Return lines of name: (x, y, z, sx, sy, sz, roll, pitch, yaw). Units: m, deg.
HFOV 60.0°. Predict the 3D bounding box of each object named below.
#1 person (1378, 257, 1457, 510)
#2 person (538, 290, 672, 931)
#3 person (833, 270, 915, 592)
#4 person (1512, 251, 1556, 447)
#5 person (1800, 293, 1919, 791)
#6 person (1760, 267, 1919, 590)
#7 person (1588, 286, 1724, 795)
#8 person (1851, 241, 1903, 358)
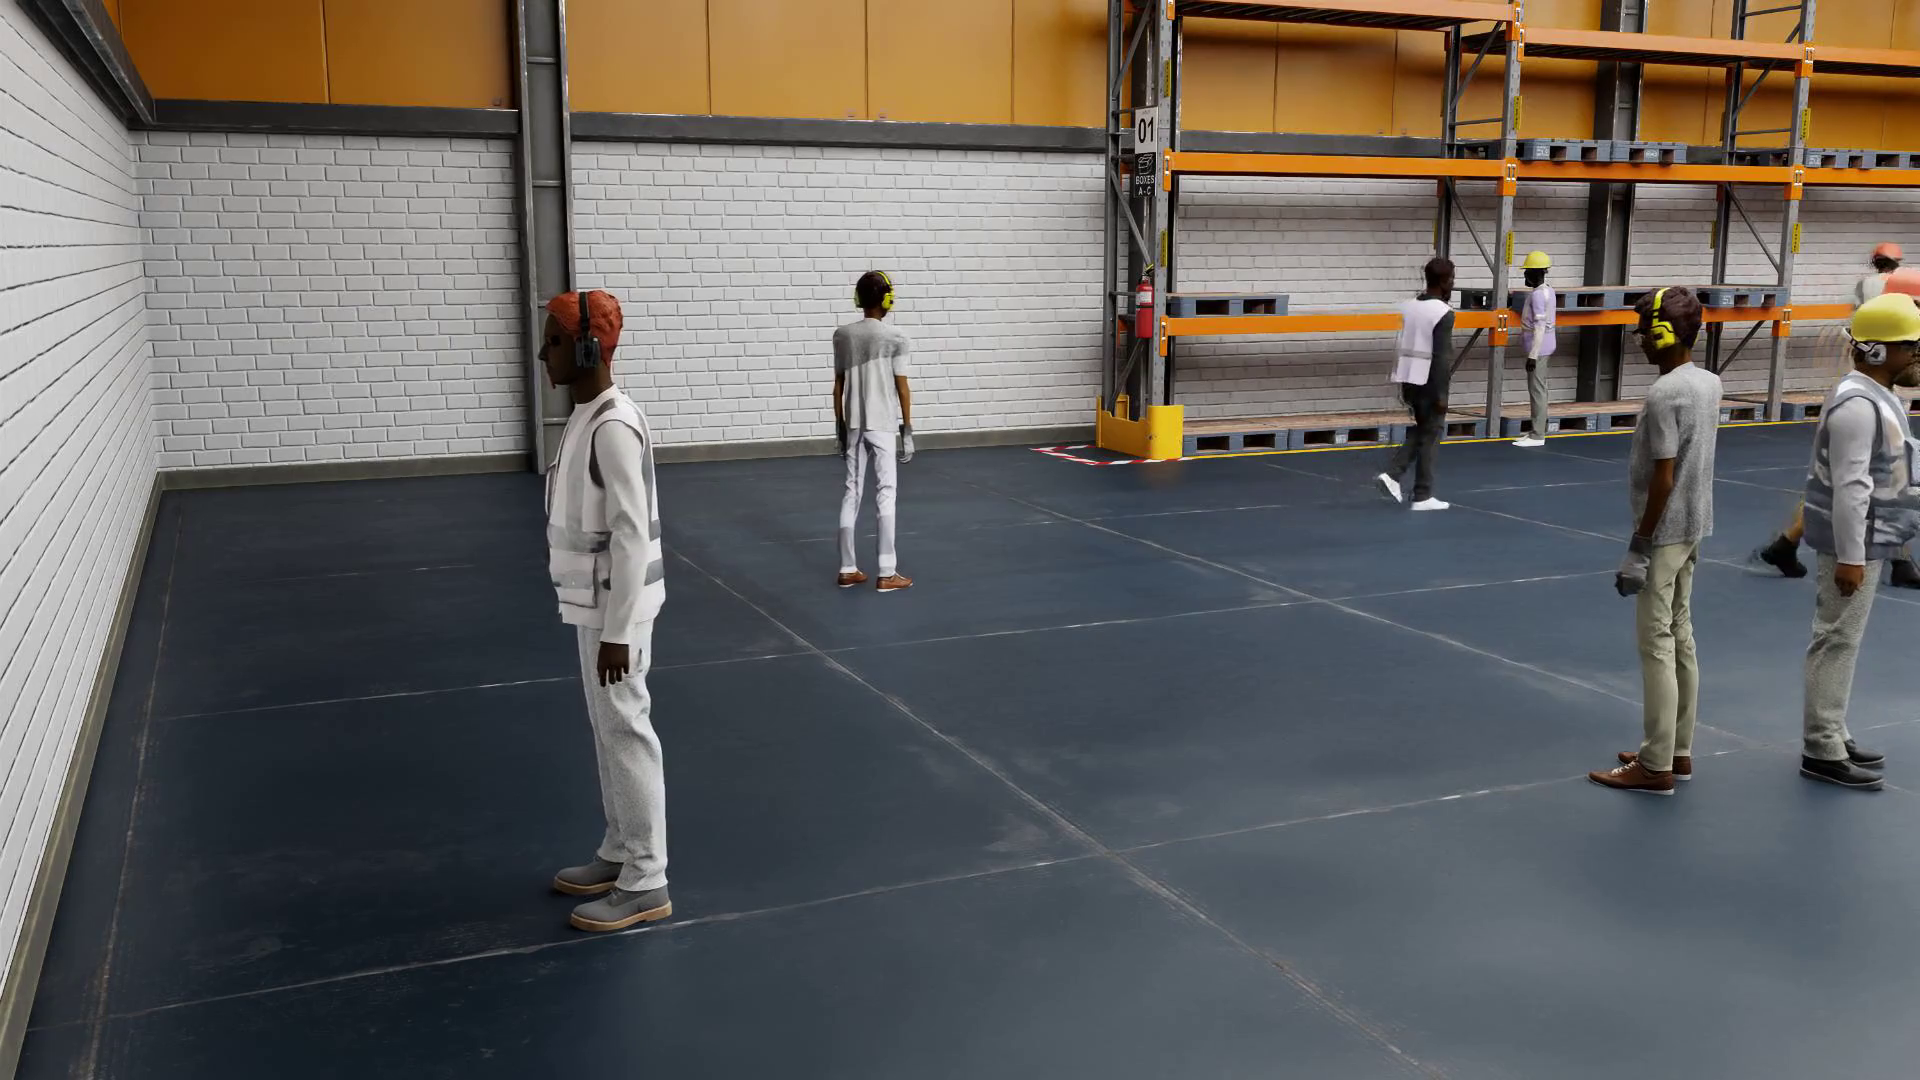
person: (3.497, -1.161, 12.506, 0.464, 1.901, 0.625, -3, 11, -16)
person: (-1.051, 0.210, 4.931, 0.346, 1.880, 0.578, -4, 11, -19)
person: (-0.512, -0.634, 9.711, 0.510, 1.860, 0.351, 5, 11, 26)
person: (5.686, -1.881, 16.451, 0.381, 1.928, 0.587, 5, 11, 25)
person: (3.388, -0.002, 6.247, 0.404, 1.834, 0.591, 7, 12, 32)
person: (5.275, -0.647, 9.736, 0.941, 1.894, 0.549, 8, 13, 36)
person: (2.573, 0.007, 6.118, 0.328, 1.865, 0.520, 9, 14, 42)
person: (9.593, -2.107, 17.427, 0.679, 2.025, 0.614, -5, 11, -25)
